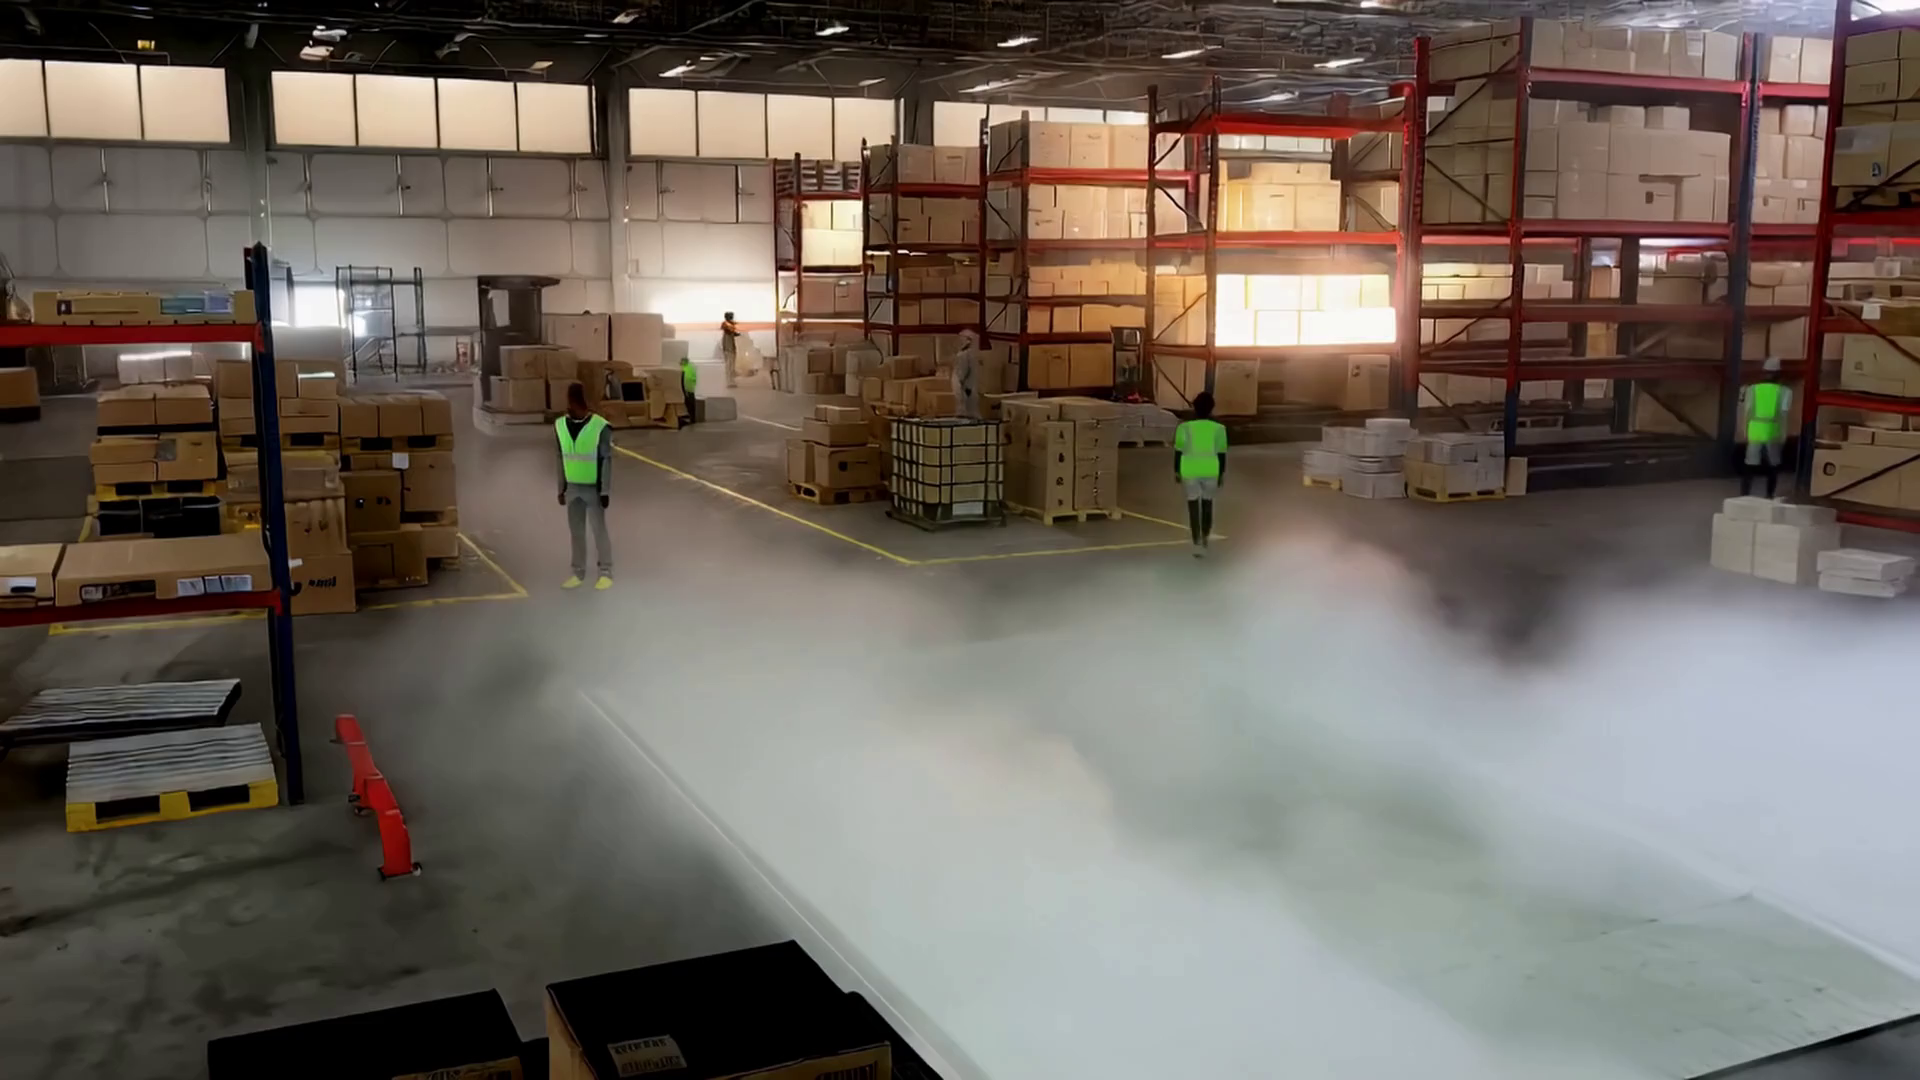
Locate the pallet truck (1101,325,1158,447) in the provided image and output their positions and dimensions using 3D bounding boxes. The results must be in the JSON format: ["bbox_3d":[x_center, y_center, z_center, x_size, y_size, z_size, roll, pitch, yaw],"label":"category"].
[{"bbox_3d":[2.881,-2.596,27.923,0.823,1.965,1.885,-1,9,-7],"label":"pallet truck"}]

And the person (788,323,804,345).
[{"bbox_3d":[-4.113,-4.553,41.225,0.644,1.610,0.530,-7,12,-39],"label":"person"}]

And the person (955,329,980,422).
[{"bbox_3d":[0.123,-2.687,28.776,0.411,1.908,0.643,-2,9,-12],"label":"person"}]

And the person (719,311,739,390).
[{"bbox_3d":[-5.672,-4.649,40.841,0.371,1.941,0.627,3,10,17],"label":"person"}]

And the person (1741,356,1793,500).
[{"bbox_3d":[9.522,-1.221,19.699,0.555,1.910,0.892,8,12,39],"label":"person"}]

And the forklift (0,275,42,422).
[{"bbox_3d":[-18.661,-3.656,31.771,1.873,2.768,1.129,6,11,32],"label":"forklift"}]

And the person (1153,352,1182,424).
[{"bbox_3d":[3.789,-2.933,30.306,1.024,1.918,0.608,-7,11,-35],"label":"person"}]

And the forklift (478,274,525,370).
[{"bbox_3d":[-11.297,-5.373,42.422,1.873,2.768,1.129,-4,10,-25],"label":"forklift"}]

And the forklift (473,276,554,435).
[{"bbox_3d":[-8.118,-3.357,29.916,1.129,2.768,1.873,-4,10,-26],"label":"forklift"}]

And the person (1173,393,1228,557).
[{"bbox_3d":[2.456,-0.682,17.136,0.540,1.645,0.884,0,9,-1],"label":"person"}]

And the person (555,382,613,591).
[{"bbox_3d":[-3.412,-0.488,15.143,0.584,1.908,0.389,4,10,25],"label":"person"}]
